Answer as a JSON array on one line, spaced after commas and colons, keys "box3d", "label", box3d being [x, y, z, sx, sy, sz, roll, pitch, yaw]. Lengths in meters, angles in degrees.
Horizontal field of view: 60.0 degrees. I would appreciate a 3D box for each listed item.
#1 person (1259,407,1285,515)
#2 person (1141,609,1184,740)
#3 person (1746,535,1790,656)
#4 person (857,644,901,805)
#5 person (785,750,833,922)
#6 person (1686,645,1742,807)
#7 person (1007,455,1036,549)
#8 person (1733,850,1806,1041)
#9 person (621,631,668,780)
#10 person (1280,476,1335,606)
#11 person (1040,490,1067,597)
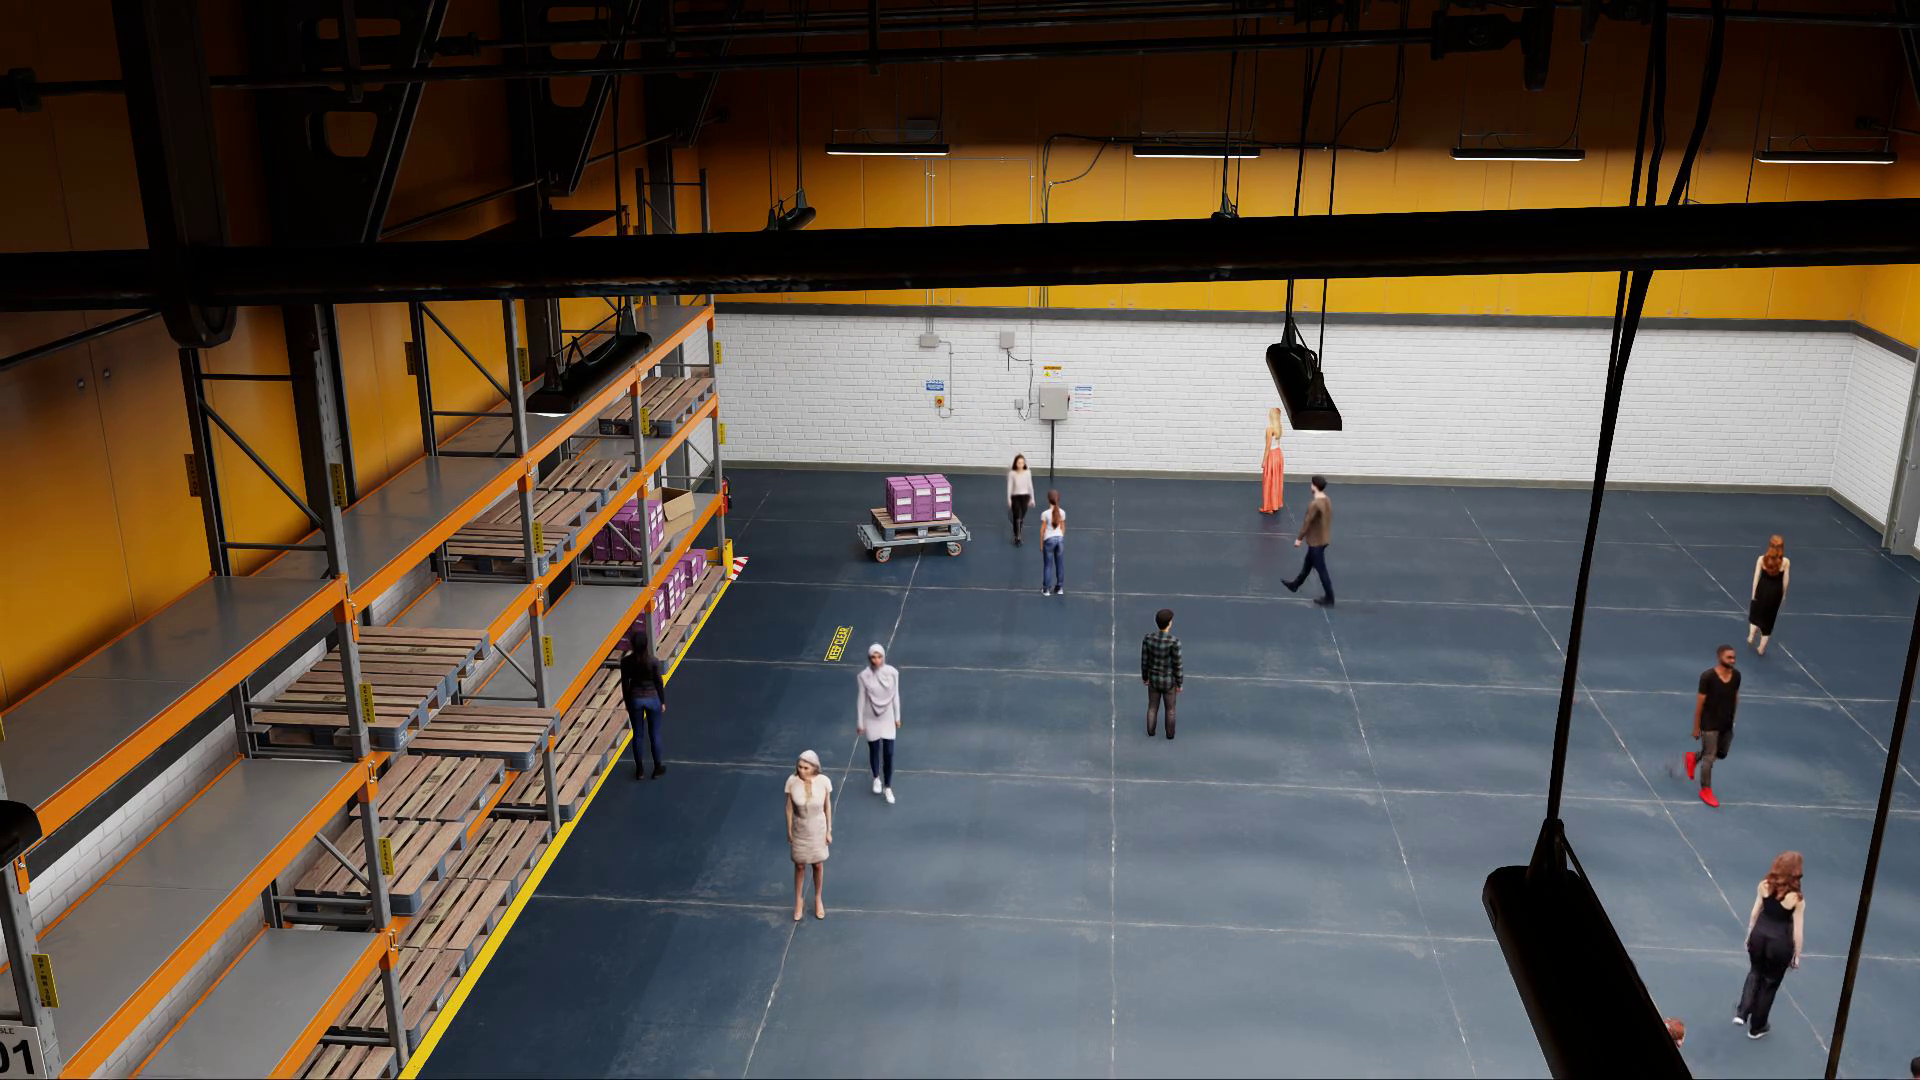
[{"box3d": [5.220, -1.338, 27.752, 0.789, 1.803, 0.691, 14, 23, 35], "label": "person"}, {"box3d": [2.388, 1.614, 19.519, 0.745, 1.715, 0.665, 9, 21, 25], "label": "person"}, {"box3d": [10.635, 0.750, 21.862, 0.730, 1.602, 0.891, 9, 21, 25], "label": "person"}, {"box3d": [-0.892, 1.933, 18.107, 0.731, 1.759, 0.870, -2, 19, -7], "label": "person"}, {"box3d": [-1.426, 2.765, 15.674, 0.636, 1.735, 0.608, -2, 19, -5], "label": "person"}, {"box3d": [8.117, 1.949, 18.013, 0.802, 1.788, 1.017, -4, 19, -11], "label": "person"}, {"box3d": [0.924, -0.651, 26.235, 0.708, 1.468, 0.824, -6, 19, -17], "label": "person"}, {"box3d": [6.691, 3.389, 13.817, 0.864, 1.736, 0.806, -14, 23, -36], "label": "person"}, {"box3d": [-3.506, 1.821, 18.454, 0.626, 1.748, 0.576, 0, 19, 0], "label": "person"}, {"box3d": [5.152, 0.047, 23.583, 1.074, 1.837, 1.176, 12, 22, 31], "label": "person"}, {"box3d": [1.349, 0.028, 24.073, 0.595, 1.561, 0.616, -6, 19, -17], "label": "person"}]
